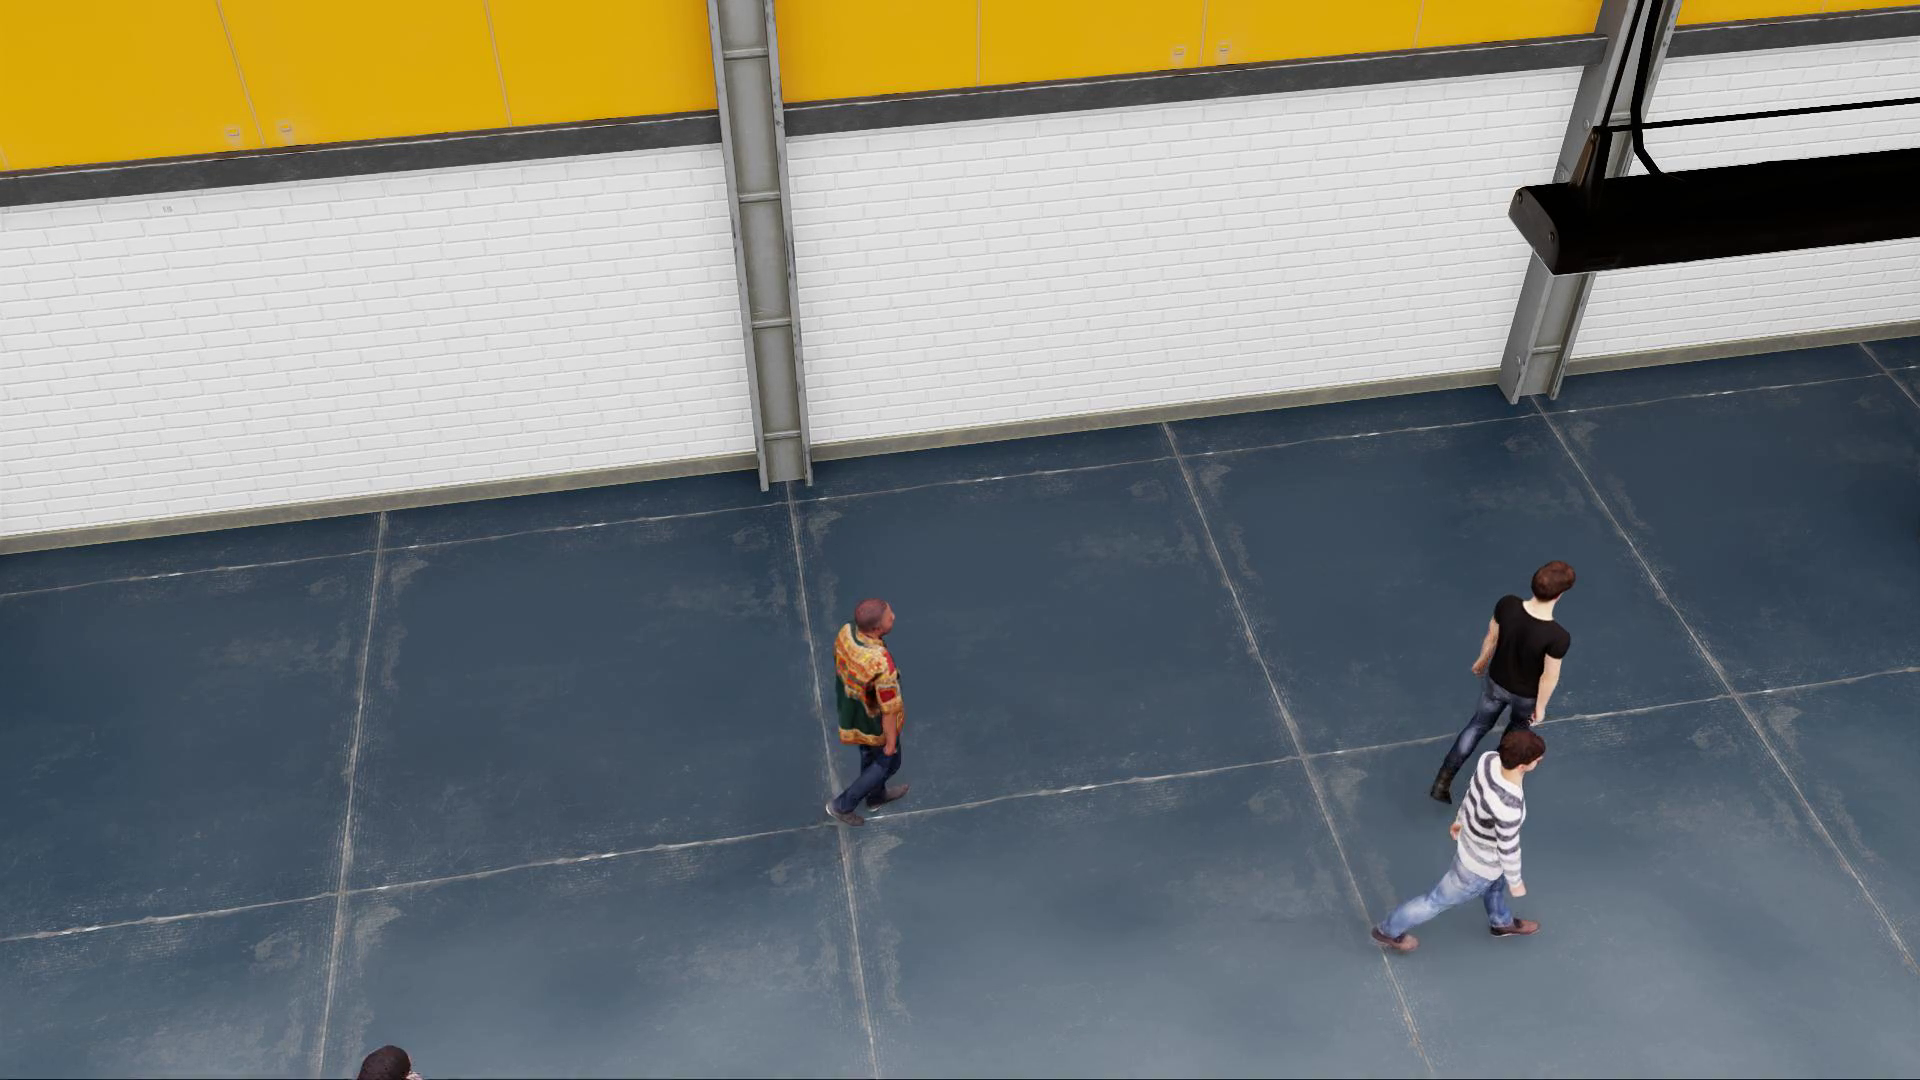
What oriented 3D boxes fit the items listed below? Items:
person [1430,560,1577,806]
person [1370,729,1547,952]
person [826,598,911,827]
[{"bbox_3d":[3.232,0.894,9.864,1.261,1.872,1.078,-33,52,-30],"label":"person"},{"bbox_3d":[2.742,1.706,9.062,1.287,1.802,0.910,5,44,5],"label":"person"},{"bbox_3d":[-0.600,1.049,9.758,0.963,1.794,0.867,-24,49,-23],"label":"person"}]
